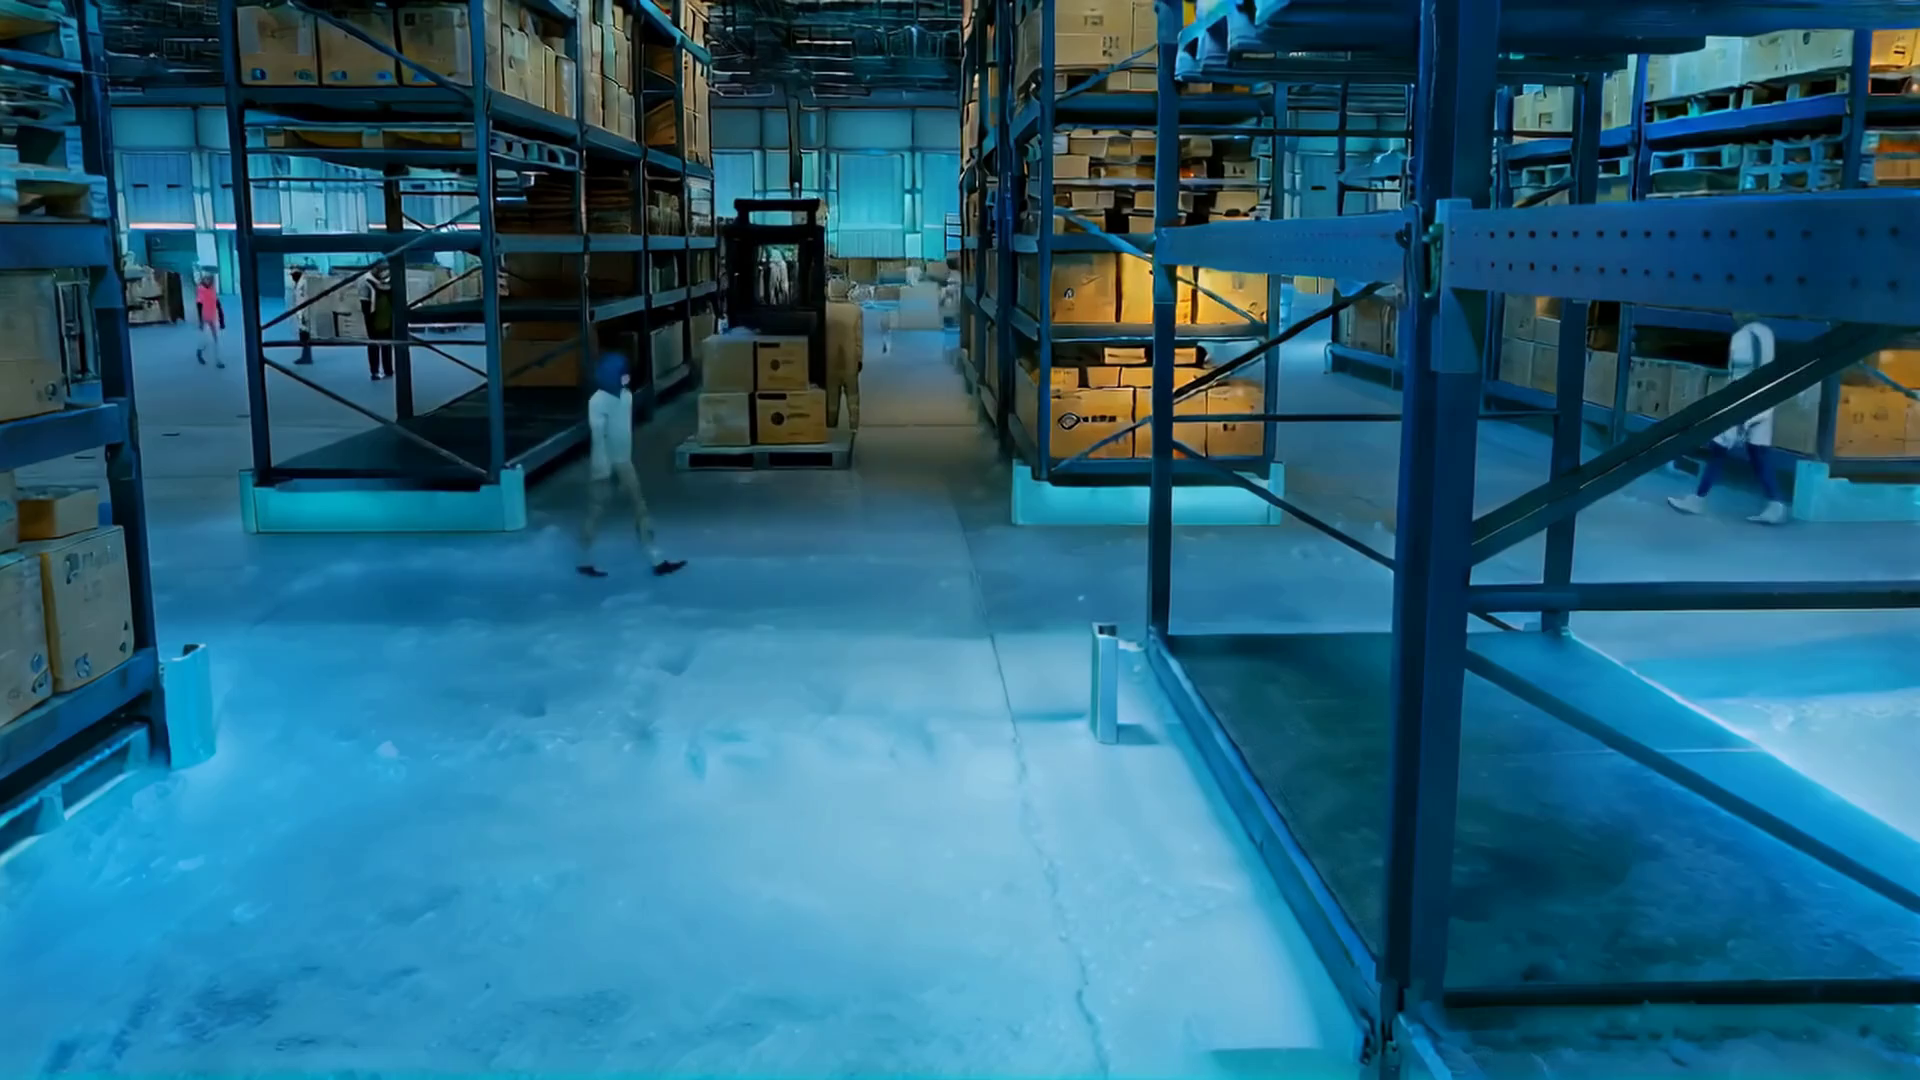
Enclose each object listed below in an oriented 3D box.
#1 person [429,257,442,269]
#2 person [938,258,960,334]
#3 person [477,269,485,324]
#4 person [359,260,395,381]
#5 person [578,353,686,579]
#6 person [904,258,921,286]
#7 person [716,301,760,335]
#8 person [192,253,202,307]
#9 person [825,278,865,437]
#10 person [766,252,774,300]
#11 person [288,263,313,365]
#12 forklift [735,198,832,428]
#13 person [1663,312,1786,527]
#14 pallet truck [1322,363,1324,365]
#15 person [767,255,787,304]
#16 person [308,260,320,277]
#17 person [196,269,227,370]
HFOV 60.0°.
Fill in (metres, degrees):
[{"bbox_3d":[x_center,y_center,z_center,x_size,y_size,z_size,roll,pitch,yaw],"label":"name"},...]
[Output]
[{"bbox_3d":[-18.222,-8.975,58.089,0.654,1.821,0.646,1,10,6],"label":"person"},{"bbox_3d":[-0.249,-6.048,41.451,0.929,1.923,0.643,6,12,30],"label":"person"},{"bbox_3d":[-13.416,-7.091,47.322,0.581,1.919,0.395,-3,11,-16],"label":"person"},{"bbox_3d":[-9.802,-3.736,28.271,0.538,2.000,0.682,5,11,27],"label":"person"},{"bbox_3d":[-2.328,-0.484,11.414,0.864,1.583,0.508,5,11,26],"label":"person"},{"bbox_3d":[-1.392,-7.338,48.827,0.608,1.869,0.998,-9,13,-41],"label":"person"},{"bbox_3d":[-2.447,-1.790,18.391,0.535,1.697,0.318,-6,12,-31],"label":"person"},{"bbox_3d":[-27.552,-9.412,60.174,0.370,1.941,0.627,-4,11,-20],"label":"person"},{"bbox_3d":[-1.453,-2.175,19.954,0.639,1.908,0.409,-5,11,-27],"label":"person"},{"bbox_3d":[-7.711,-10.730,67.547,0.374,1.930,0.542,0,10,-2],"label":"person"},{"bbox_3d":[-12.627,-4.326,31.835,0.354,1.942,0.545,-6,12,-31],"label":"person"},{"bbox_3d":[-2.076,-2.517,19.141,1.129,2.768,1.873,0,10,-2],"label":"forklift"},{"bbox_3d":[6.497,-1.130,13.896,0.633,1.985,1.030,-8,13,-38],"label":"person"},{"bbox_3d":[7.712,-4.157,30.737,1.885,1.965,0.823,3,11,16],"label":"pallet truck"},{"bbox_3d":[-5.671,-7.855,51.510,0.634,1.936,0.351,4,11,21],"label":"person"},{"bbox_3d":[-21.796,-8.579,56.107,0.612,1.724,0.497,6,12,30],"label":"person"},{"bbox_3d":[-13.755,-4.030,30.443,0.672,1.849,0.530,4,11,21],"label":"person"}]
